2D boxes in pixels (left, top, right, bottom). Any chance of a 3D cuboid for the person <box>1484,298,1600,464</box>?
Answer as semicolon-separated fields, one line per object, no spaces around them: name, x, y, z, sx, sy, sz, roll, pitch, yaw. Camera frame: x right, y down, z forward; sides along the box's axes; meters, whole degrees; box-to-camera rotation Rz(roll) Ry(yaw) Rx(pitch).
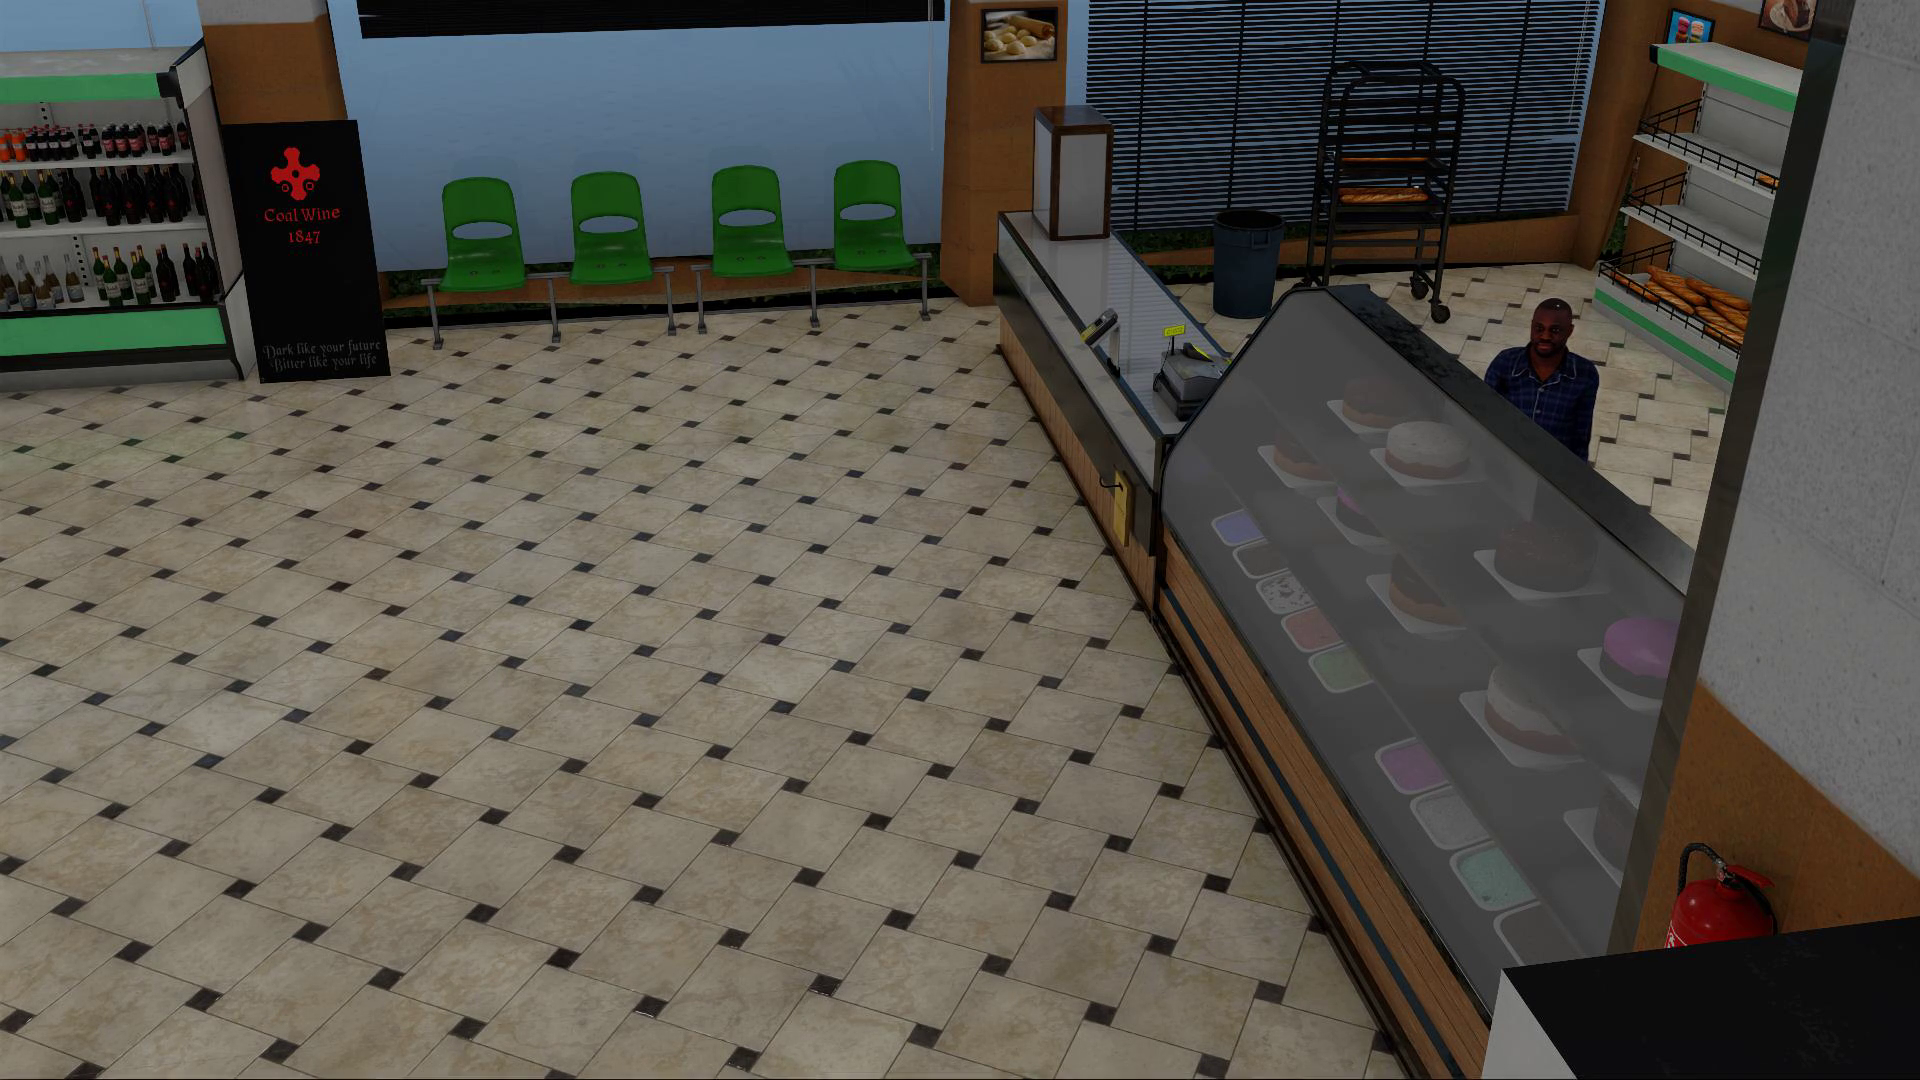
person;2.575;-0.231;7.584;0.731;1.824;0.842;9;28;18
